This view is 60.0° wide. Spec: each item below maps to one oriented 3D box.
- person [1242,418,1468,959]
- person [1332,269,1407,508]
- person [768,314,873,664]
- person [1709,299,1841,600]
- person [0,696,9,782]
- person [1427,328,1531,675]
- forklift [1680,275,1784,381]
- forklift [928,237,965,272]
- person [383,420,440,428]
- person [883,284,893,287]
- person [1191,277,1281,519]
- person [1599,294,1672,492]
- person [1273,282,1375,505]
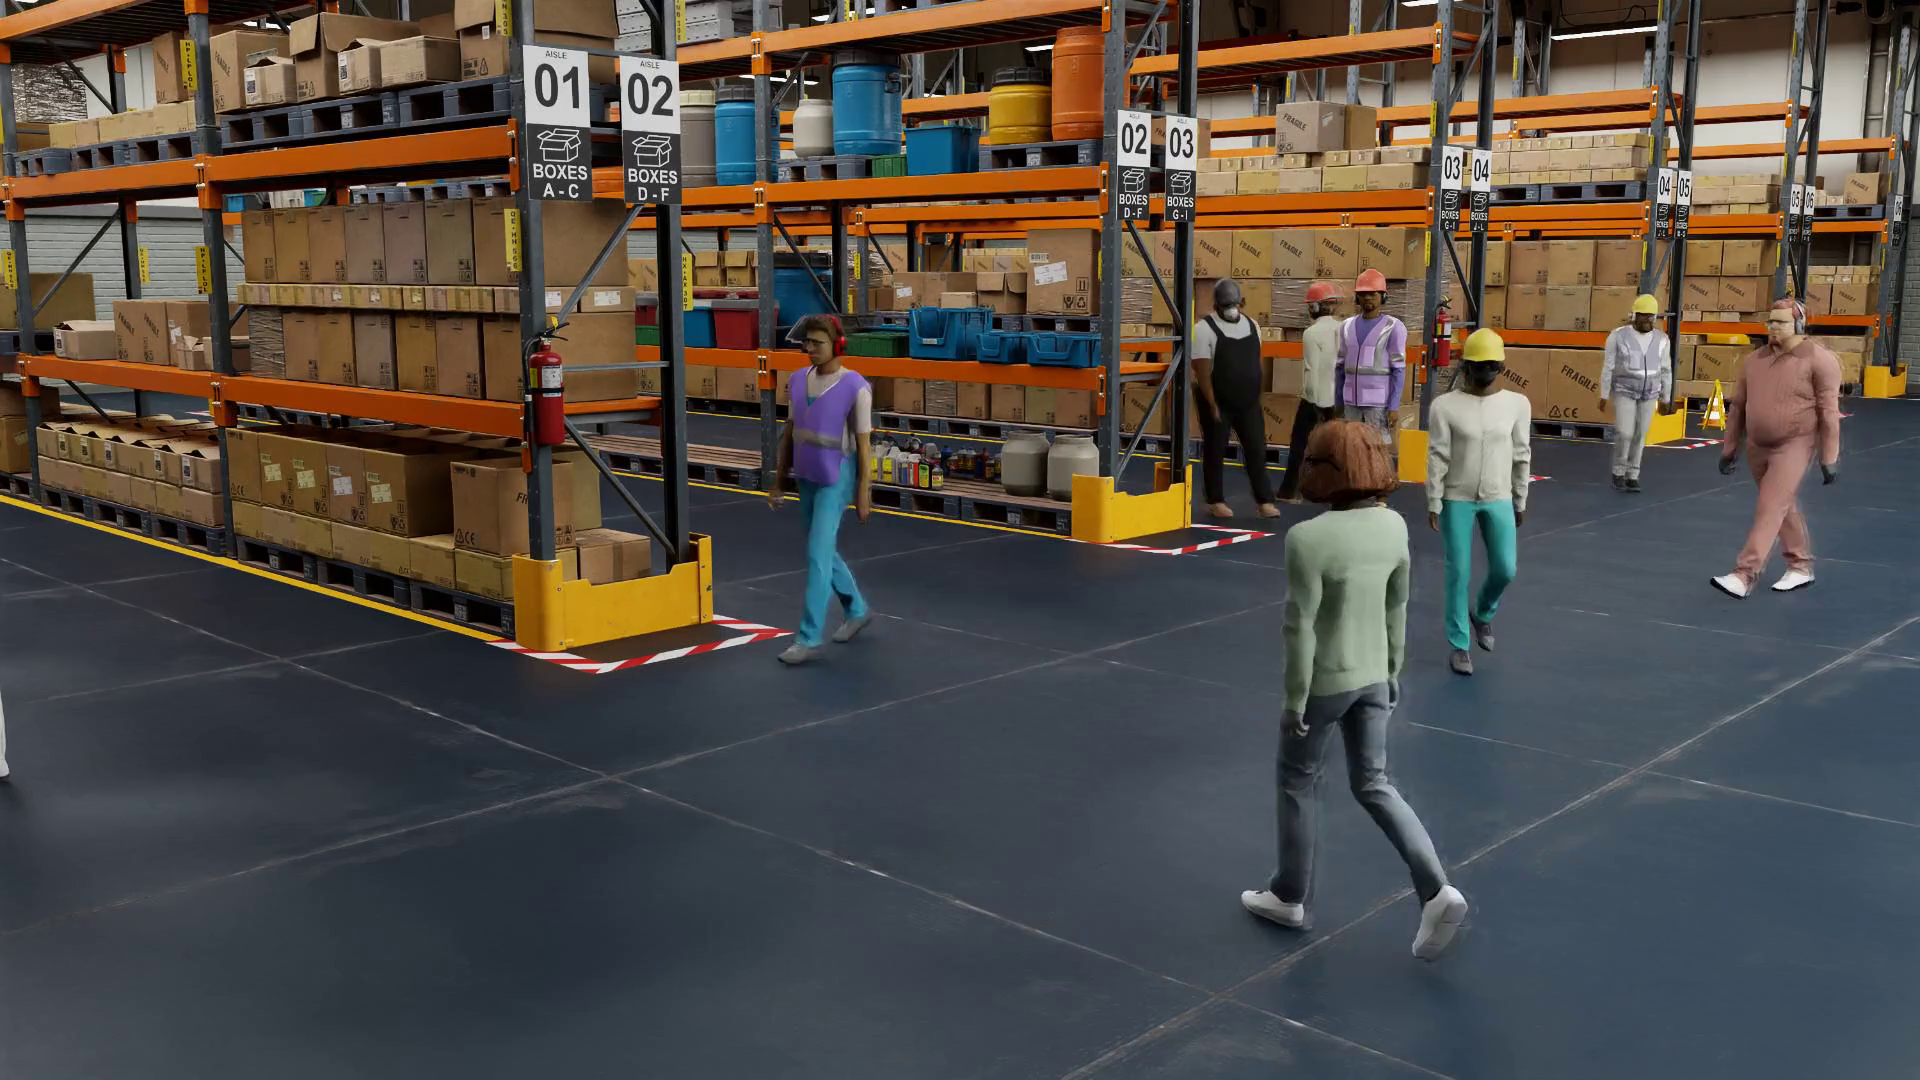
[{"bbox_3d":[1.183,0.441,4.998,0.502,1.609,0.731,-6,11,-33],"label":"person"},{"bbox_3d":[3.195,-1.098,13.098,0.366,2.046,0.614,-8,12,-41],"label":"person"},{"bbox_3d":[-0.719,-0.297,8.913,0.576,1.833,0.740,9,13,44],"label":"person"},{"bbox_3d":[5.062,-0.562,10.384,1.013,1.852,0.667,-4,10,-24],"label":"person"},{"bbox_3d":[-3.971,0.191,6.472,0.314,1.629,0.508,1,9,7],"label":"person"},{"bbox_3d":[2.640,-0.205,8.517,0.525,1.759,0.444,1,9,4],"label":"person"},{"bbox_3d":[12.480,-3.427,27.053,1.214,2.155,2.313,9,13,43],"label":"forklift"},{"bbox_3d":[-0.326,-5.817,39.609,1.129,2.768,1.873,9,13,43],"label":"forklift"},{"bbox_3d":[-4.499,-1.156,13.717,0.603,1.959,0.372,-8,12,-42],"label":"person"},{"bbox_3d":[-1.143,-2.862,24.592,0.636,1.823,0.578,-8,12,-41],"label":"person"},{"bbox_3d":[2.239,-1.146,13.536,0.714,2.000,0.857,-4,10,-21],"label":"person"},{"bbox_3d":[6.224,-1.339,15.265,0.628,1.816,0.465,0,9,-2],"label":"person"},{"bbox_3d":[3.163,-1.249,14.350,0.622,1.952,1.023,-7,12,-38],"label":"person"}]
